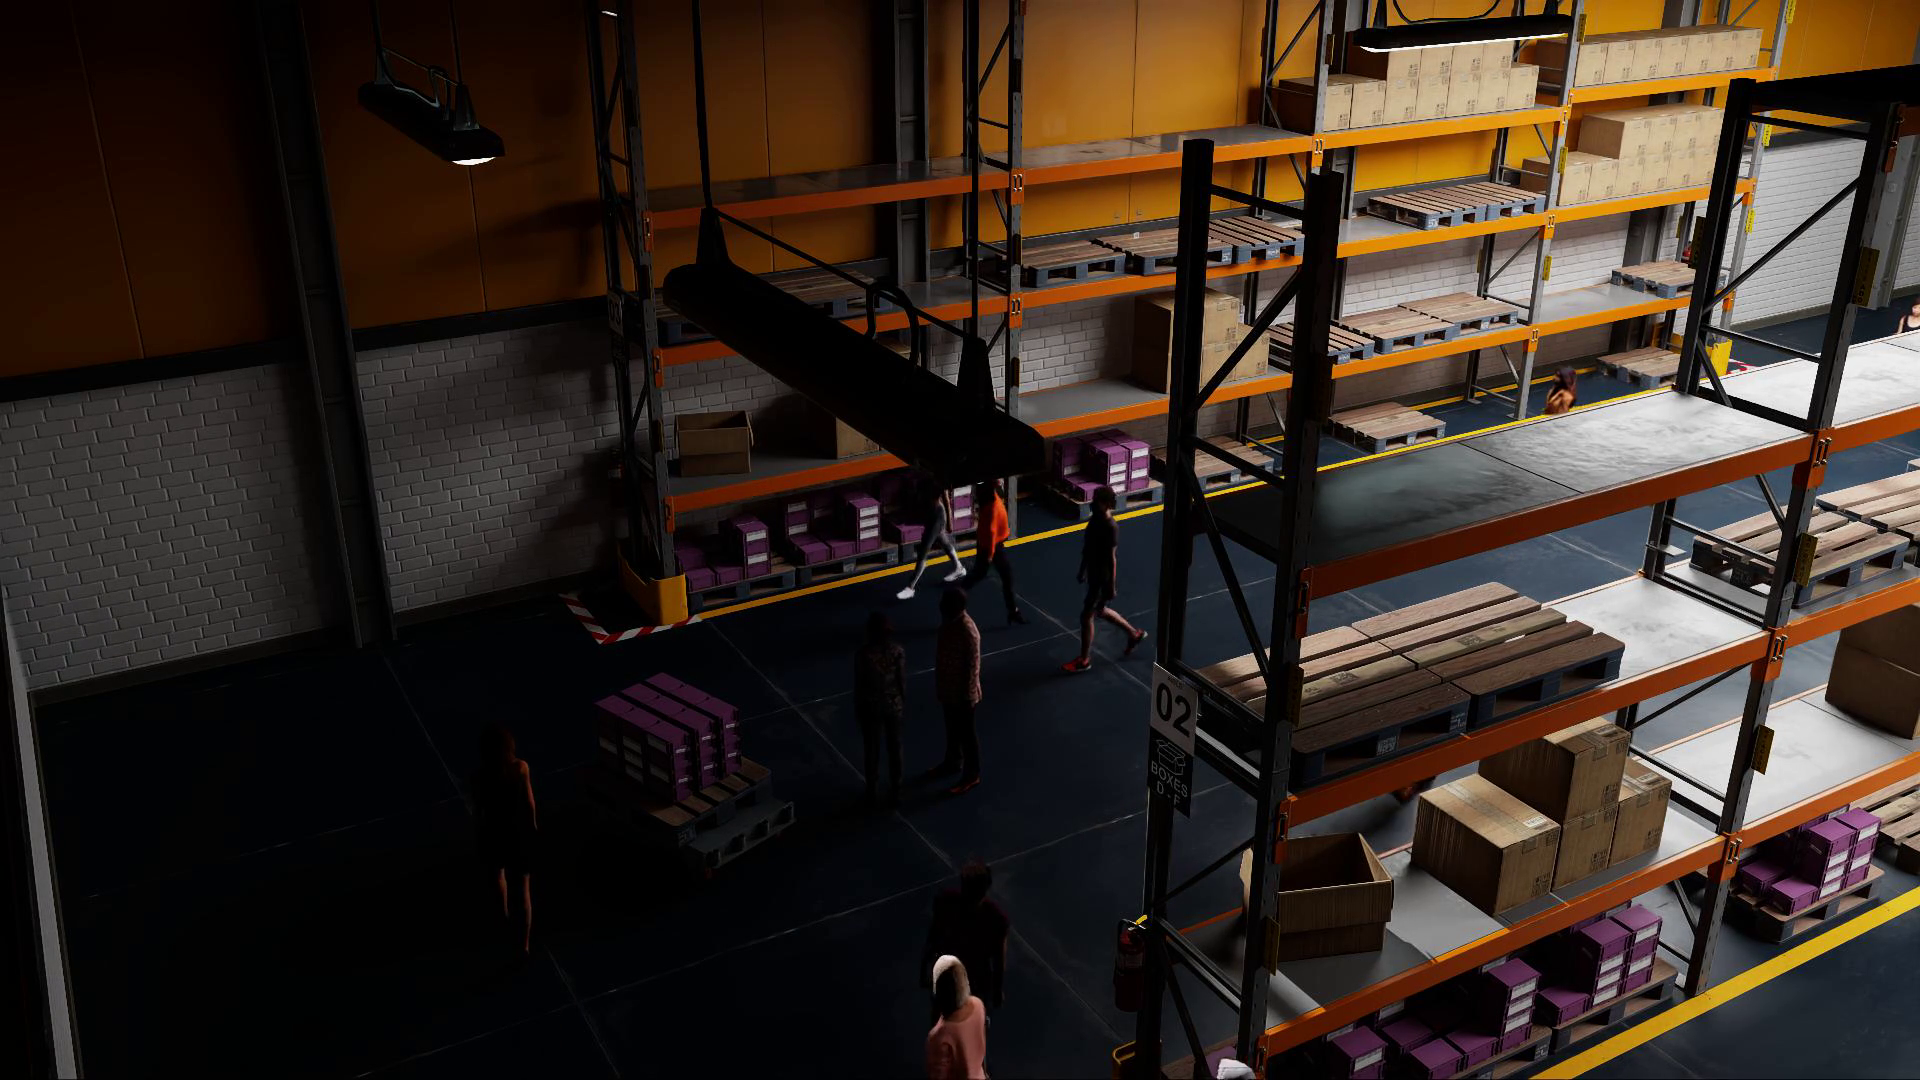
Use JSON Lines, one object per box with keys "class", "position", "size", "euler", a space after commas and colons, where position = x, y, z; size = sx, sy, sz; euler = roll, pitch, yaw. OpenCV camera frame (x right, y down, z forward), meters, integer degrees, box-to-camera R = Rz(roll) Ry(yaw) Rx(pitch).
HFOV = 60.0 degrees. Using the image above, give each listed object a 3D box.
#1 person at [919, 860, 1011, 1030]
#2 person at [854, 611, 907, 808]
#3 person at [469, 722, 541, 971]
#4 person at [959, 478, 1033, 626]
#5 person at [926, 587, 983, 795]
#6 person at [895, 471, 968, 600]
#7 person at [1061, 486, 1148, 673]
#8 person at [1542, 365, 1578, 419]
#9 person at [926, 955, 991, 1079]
{"class": "person", "position": [0.050, 2.668, 10.176], "size": [1.052, 1.811, 1.198], "euler": [15, 28, 31]}
{"class": "person", "position": [-0.621, 1.350, 13.310], "size": [0.623, 1.715, 0.719], "euler": [-2, 24, -6]}
{"class": "person", "position": [-3.084, 2.136, 11.396], "size": [0.845, 1.809, 0.700], "euler": [-10, 26, -22]}
{"class": "person", "position": [0.213, 0.077, 16.223], "size": [1.173, 1.715, 0.867], "euler": [-4, 24, -10]}
{"class": "person", "position": [-0.001, 1.184, 13.574], "size": [0.599, 1.808, 0.688], "euler": [-11, 26, -24]}
{"class": "person", "position": [-0.202, -0.224, 16.992], "size": [1.178, 1.651, 0.652], "euler": [-15, 28, -31]}
{"class": "person", "position": [1.381, 0.347, 15.471], "size": [1.190, 1.822, 0.849], "euler": [-6, 24, -14]}
{"class": "person", "position": [6.897, -1.182, 19.104], "size": [0.844, 1.715, 0.843], "euler": [0, 24, -1]}
{"class": "person", "position": [0.073, 3.101, 9.320], "size": [0.952, 1.702, 0.963], "euler": [13, 27, 28]}
